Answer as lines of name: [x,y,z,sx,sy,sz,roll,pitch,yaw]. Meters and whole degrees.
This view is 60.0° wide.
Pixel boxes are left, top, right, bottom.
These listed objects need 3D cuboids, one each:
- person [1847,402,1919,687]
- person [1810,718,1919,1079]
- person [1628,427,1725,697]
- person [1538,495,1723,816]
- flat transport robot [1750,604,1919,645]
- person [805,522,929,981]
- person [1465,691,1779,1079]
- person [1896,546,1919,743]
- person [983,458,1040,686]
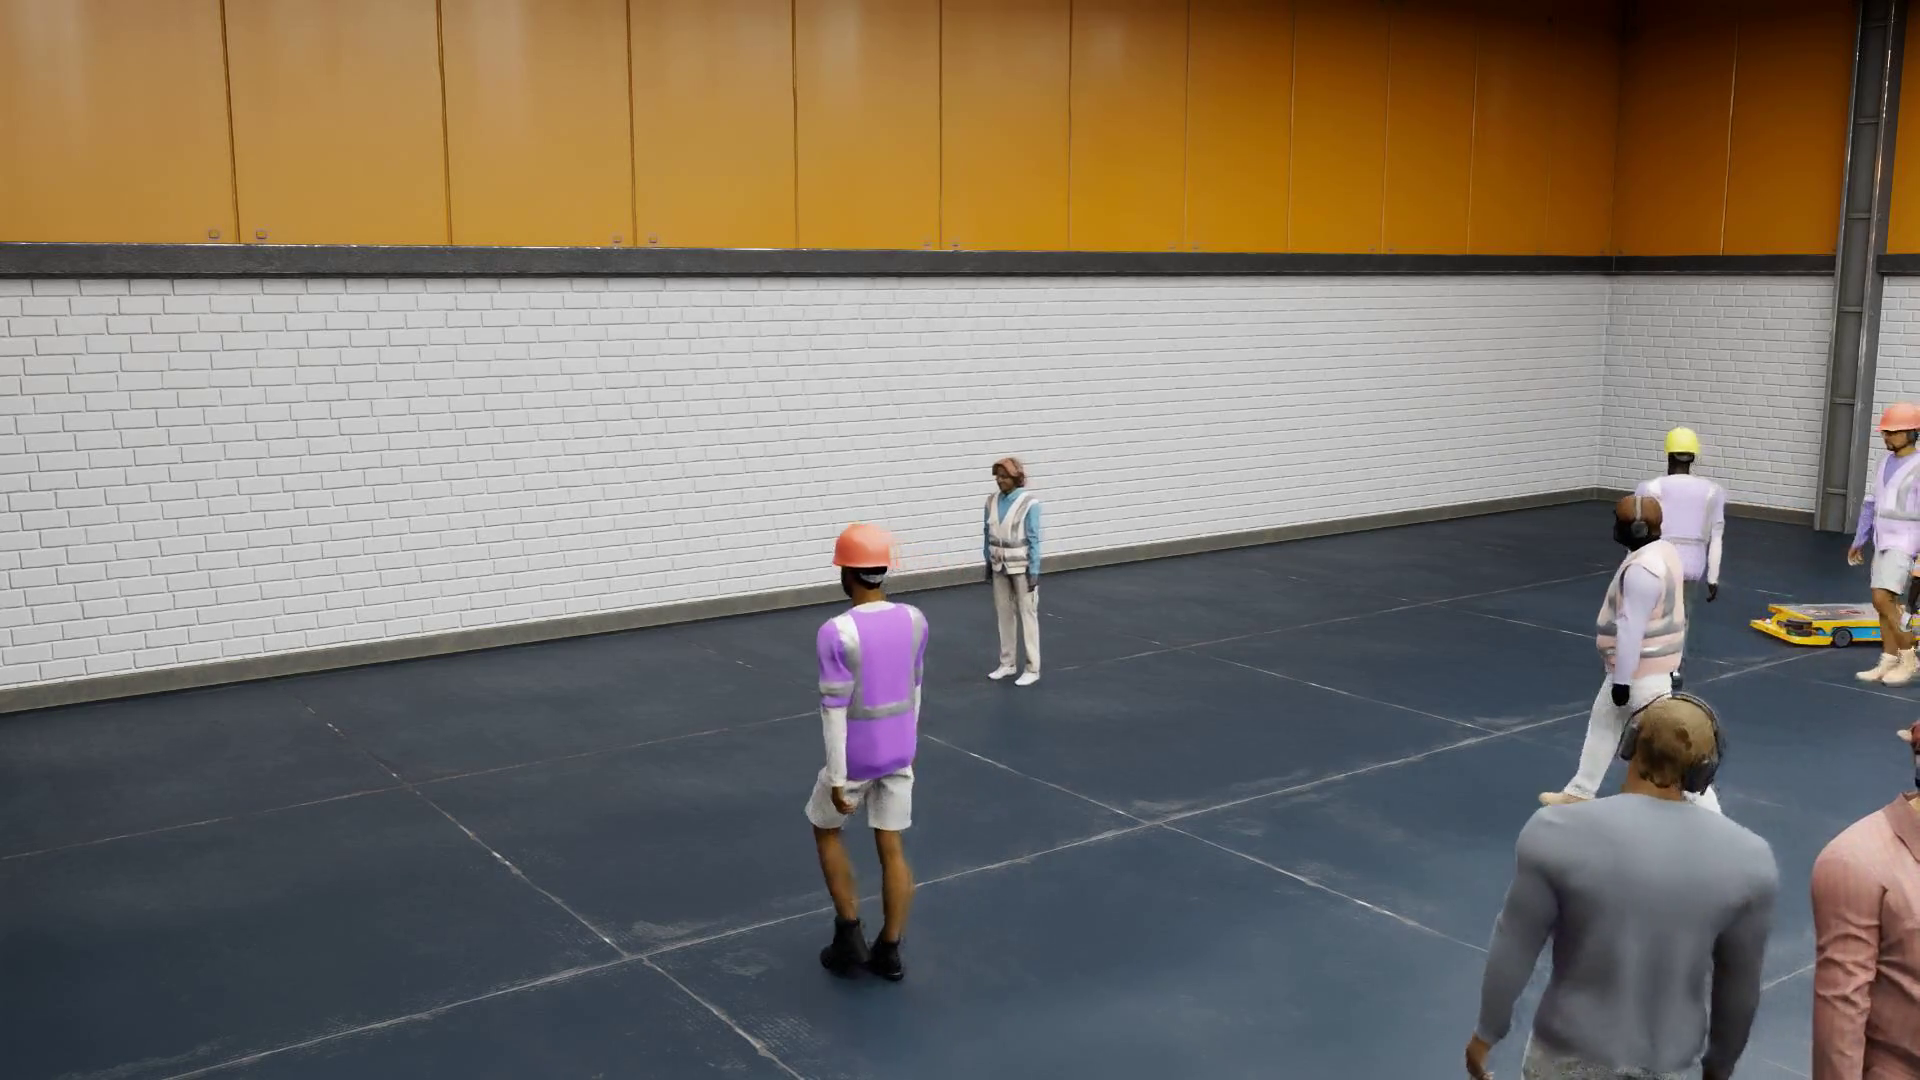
person: [6.610,0.037,11.792,0.414,2.025,0.624,0,9,-1]
person: [2.399,1.344,4.105,0.639,1.911,0.406,-3,10,-17]
person: [4.810,0.202,11.160,0.597,1.909,0.754,1,9,5]
person: [3.621,0.652,8.759,0.962,1.794,0.633,5,11,29]
flat transport robot: [7.195,0.667,13.315,1.431,0.197,0.652,-1,9,-3]
person: [-0.395,0.880,6.937,0.553,1.919,0.513,-6,11,-33]
person: [1.697,1.321,4.288,0.701,1.898,0.679,0,9,1]
person: [6.128,0.458,10.237,0.595,1.682,0.338,0,9,2]
person: [0.377,0.222,11.896,0.516,1.626,0.325,9,13,43]
